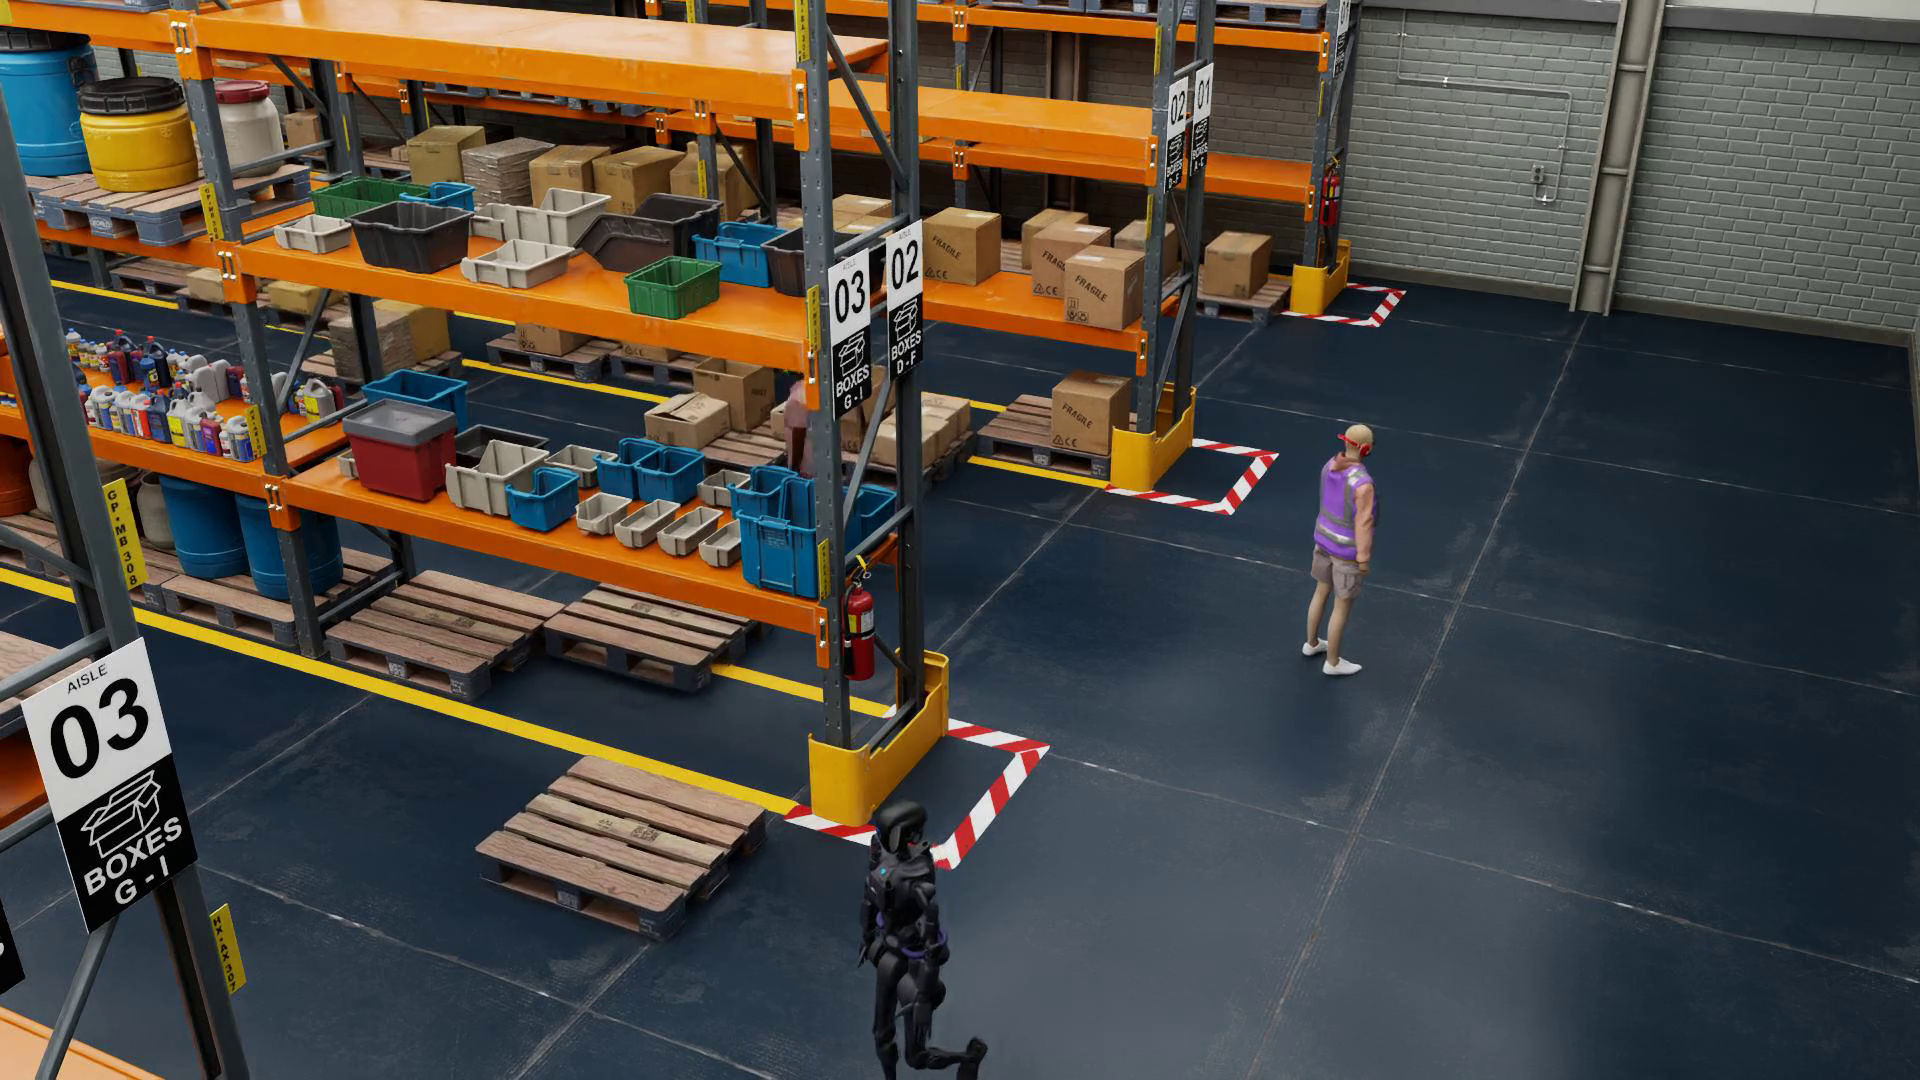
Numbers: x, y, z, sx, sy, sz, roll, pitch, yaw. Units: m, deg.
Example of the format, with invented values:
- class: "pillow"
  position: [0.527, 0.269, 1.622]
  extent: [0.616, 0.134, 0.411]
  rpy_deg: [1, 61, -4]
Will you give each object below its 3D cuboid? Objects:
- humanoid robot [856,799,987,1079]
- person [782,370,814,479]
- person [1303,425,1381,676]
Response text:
- class: "humanoid robot"
  position: [-0.182, 1.769, 7.139]
  extent: [0.534, 1.635, 0.593]
  rpy_deg: [-17, 31, -30]
- class: "person"
  position: [-1.009, -0.570, 11.741]
  extent: [0.505, 1.780, 0.543]
  rpy_deg: [6, 27, 12]
- class: "person"
  position: [2.433, 0.059, 10.584]
  extent: [0.346, 1.688, 0.489]
  rpy_deg: [-10, 28, -19]
